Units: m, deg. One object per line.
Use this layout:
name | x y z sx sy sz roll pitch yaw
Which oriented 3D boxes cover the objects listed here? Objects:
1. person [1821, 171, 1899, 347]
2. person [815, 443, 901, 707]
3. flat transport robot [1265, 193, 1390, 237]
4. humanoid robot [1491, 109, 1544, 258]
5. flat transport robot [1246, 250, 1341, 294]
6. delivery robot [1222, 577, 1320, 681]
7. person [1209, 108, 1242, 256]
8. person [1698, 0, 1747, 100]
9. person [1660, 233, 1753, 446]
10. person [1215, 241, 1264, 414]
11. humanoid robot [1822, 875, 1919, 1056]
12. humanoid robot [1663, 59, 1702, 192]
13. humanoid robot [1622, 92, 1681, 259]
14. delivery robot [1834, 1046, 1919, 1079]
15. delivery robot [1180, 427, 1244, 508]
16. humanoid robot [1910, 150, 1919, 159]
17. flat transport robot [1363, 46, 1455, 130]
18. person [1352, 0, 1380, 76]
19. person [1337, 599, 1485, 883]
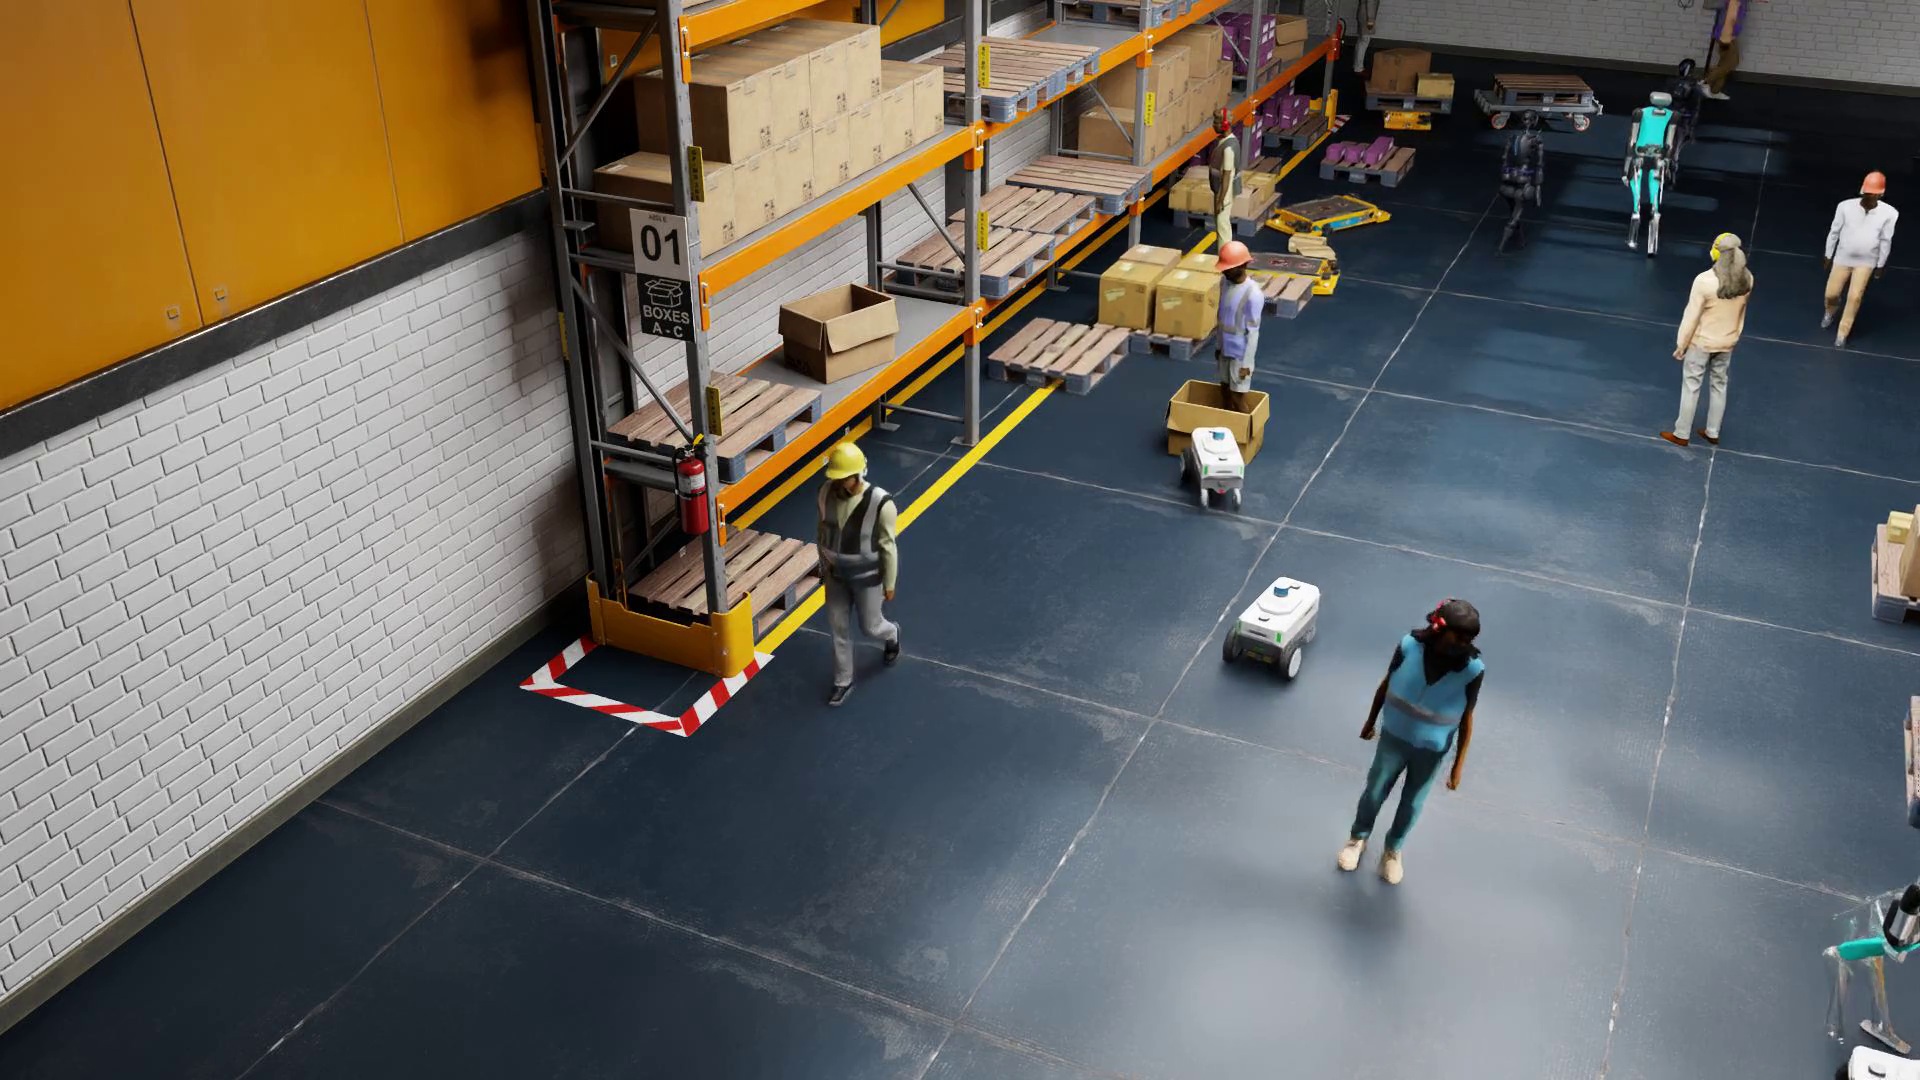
person | 8.803 -2.782 16.342 0.568 1.737 0.451 16 32 28
person | -0.661 0.172 10.783 0.600 1.807 0.687 13 31 22
flat transport robot | 4.410 -3.877 19.917 1.431 0.231 0.659 -17 33 -29
humanoid robot | 6.352 -4.025 18.747 0.780 1.614 0.615 -17 33 -29
flat transport robot | 3.395 -2.930 18.161 1.431 0.231 0.659 9 30 16
delivery robot | 2.165 0.571 11.369 0.499 0.595 0.783 17 33 29
person | 2.868 -3.758 18.047 0.375 1.836 0.559 1 28 2
person | 11.610 -7.594 25.084 0.463 1.915 0.538 13 31 22
person | 6.403 -1.701 14.214 0.571 1.865 0.393 -5 29 -9
person | 2.283 -1.593 13.959 0.430 1.915 0.551 -11 30 -20
humanoid robot | 4.513 1.749 7.958 0.533 1.802 0.718 -10 30 -18
humanoid robot | 9.062 -5.252 20.989 0.439 1.635 0.610 -18 33 -30
humanoid robot | 7.807 -4.042 18.772 0.554 1.853 0.880 1 28 2
delivery robot | 4.417 2.607 7.574 0.768 0.576 0.499 13 31 22
delivery robot | 2.097 -0.642 13.599 0.499 0.576 0.768 0 28 -1
humanoid robot | 13.151 -5.777 21.984 0.611 1.633 0.722 -24 36 -37
flat transport robot | 6.525 -6.277 24.366 0.659 0.231 1.431 5 29 9
person | 6.530 -8.364 26.609 0.368 1.824 0.513 1 28 2
person | 2.476 1.092 9.053 0.601 1.831 0.395 13 31 23
